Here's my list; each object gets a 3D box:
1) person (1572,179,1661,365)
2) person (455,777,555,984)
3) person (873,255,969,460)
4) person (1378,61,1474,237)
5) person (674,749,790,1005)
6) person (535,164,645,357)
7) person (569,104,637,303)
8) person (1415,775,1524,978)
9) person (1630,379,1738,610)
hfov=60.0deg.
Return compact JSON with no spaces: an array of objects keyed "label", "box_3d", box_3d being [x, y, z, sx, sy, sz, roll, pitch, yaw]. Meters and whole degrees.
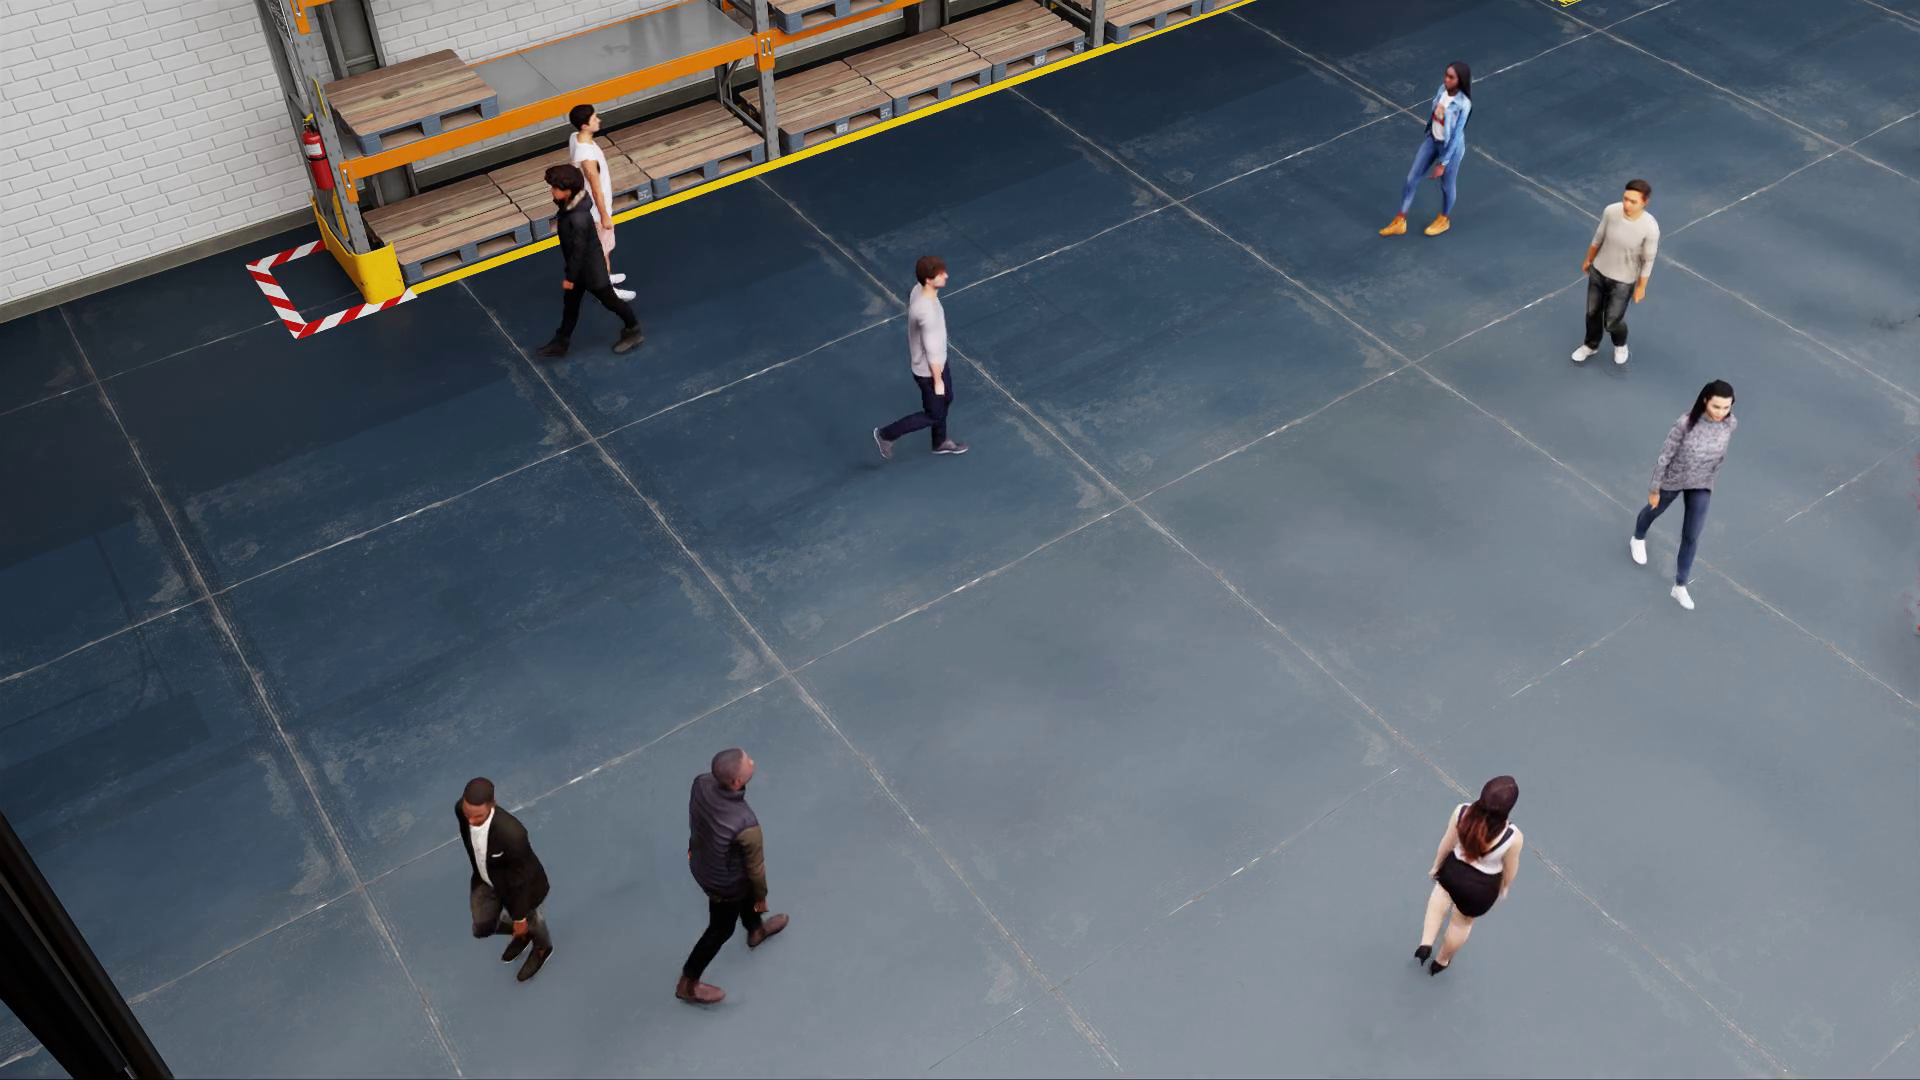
[{"label":"person","box_3d":[5.239,-2.128,13.190,0.825,1.773,0.746,-34,53,-30]},{"label":"person","box_3d":[-2.392,1.810,9.051,0.776,1.780,0.791,24,49,23]},{"label":"person","box_3d":[-0.311,-1.295,12.279,1.083,1.823,0.975,0,44,0]},{"label":"person","box_3d":[4.312,-3.410,14.597,0.955,1.687,0.673,-21,47,-20]},{"label":"person","box_3d":[-1.339,1.841,9.015,1.008,1.785,0.716,-24,48,-23]},{"label":"person","box_3d":[-2.900,-2.206,13.306,1.134,1.726,0.691,-21,47,-20]},{"label":"person","box_3d":[-3.064,-2.815,13.900,0.656,1.788,0.691,-15,46,-16]},{"label":"person","box_3d":[2.740,1.897,9.062,0.662,1.638,0.712,26,49,25]},{"label":"person","box_3d":[4.973,-0.463,11.495,1.075,1.699,1.083,2,44,2]}]
